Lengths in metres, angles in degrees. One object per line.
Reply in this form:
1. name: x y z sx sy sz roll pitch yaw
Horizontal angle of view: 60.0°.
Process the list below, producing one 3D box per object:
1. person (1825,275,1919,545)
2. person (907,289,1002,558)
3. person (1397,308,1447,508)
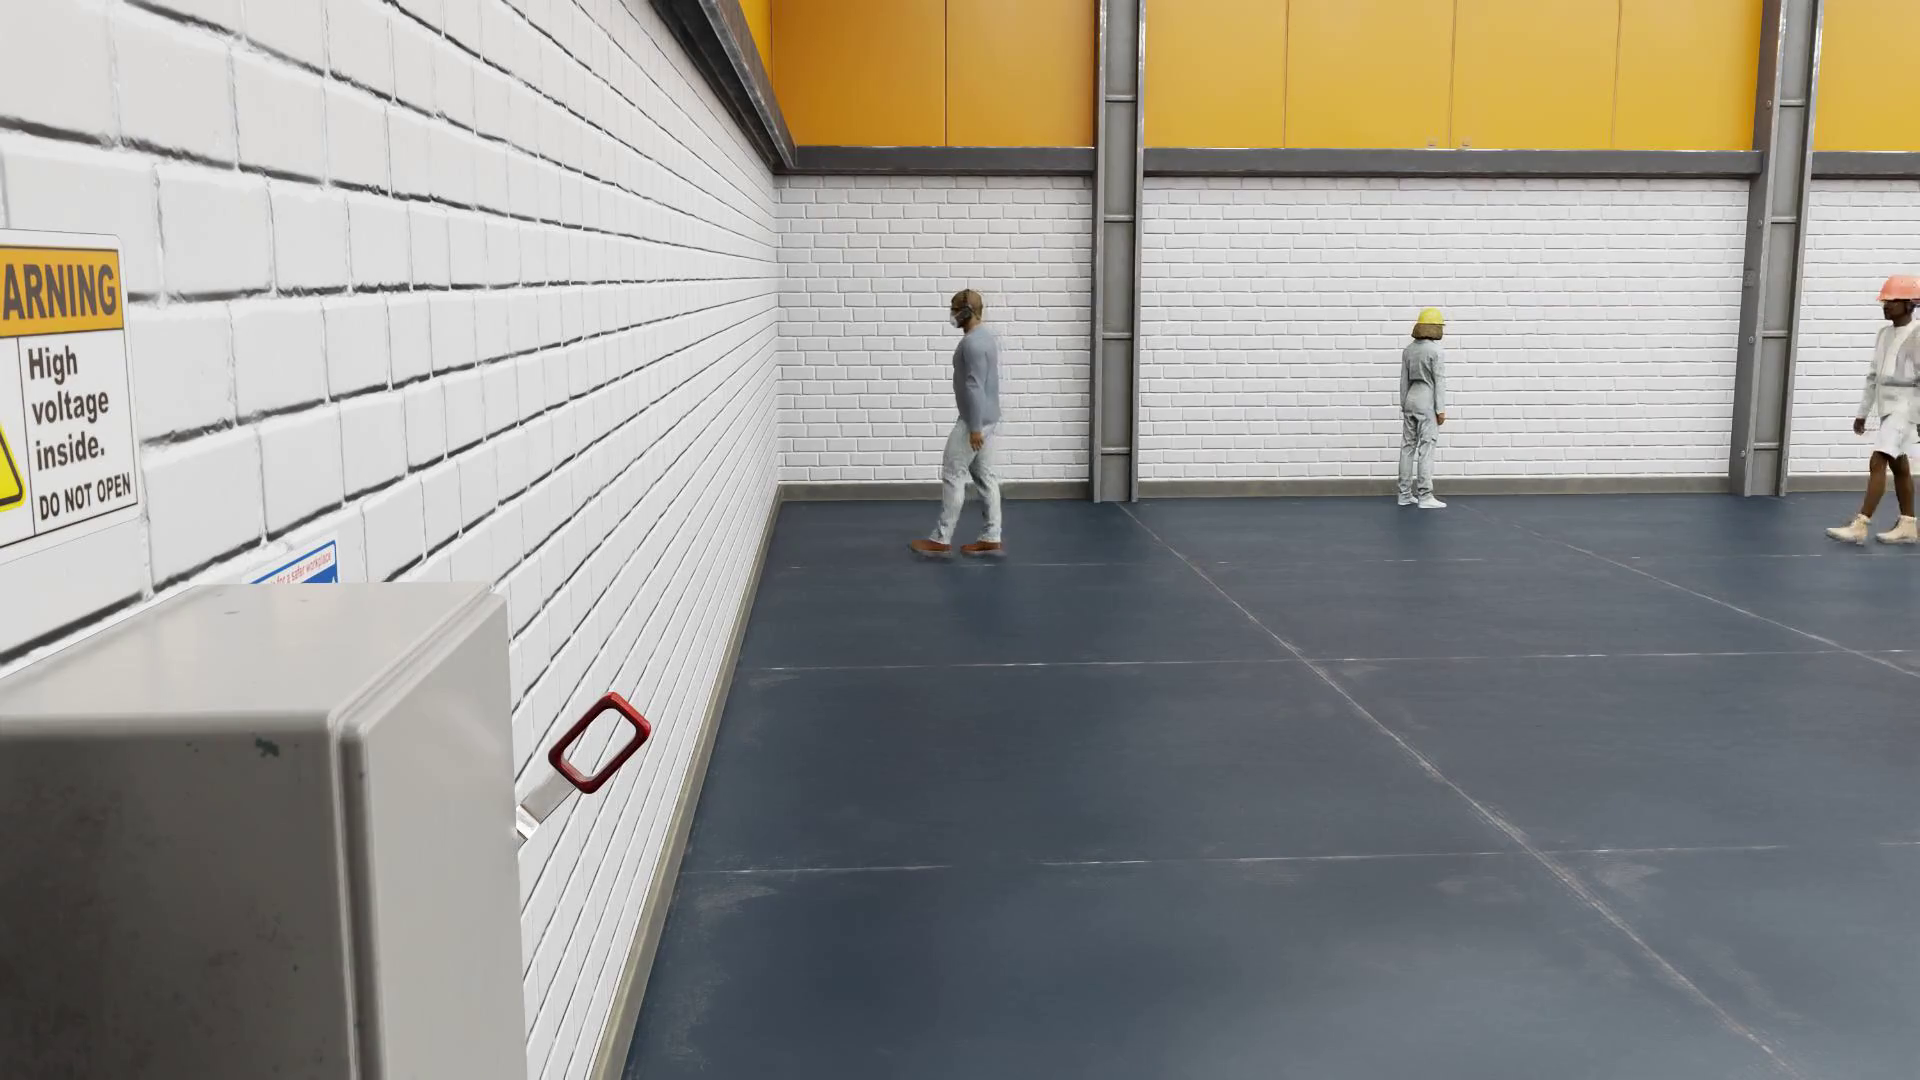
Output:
1. person: 6.850 -0.957 12.434 0.884 2.014 0.637 0 9 1
2. person: -0.038 -0.829 11.925 0.755 1.919 0.660 1 9 8
3. person: 4.060 -1.154 14.538 0.323 1.741 0.490 -5 10 -27
